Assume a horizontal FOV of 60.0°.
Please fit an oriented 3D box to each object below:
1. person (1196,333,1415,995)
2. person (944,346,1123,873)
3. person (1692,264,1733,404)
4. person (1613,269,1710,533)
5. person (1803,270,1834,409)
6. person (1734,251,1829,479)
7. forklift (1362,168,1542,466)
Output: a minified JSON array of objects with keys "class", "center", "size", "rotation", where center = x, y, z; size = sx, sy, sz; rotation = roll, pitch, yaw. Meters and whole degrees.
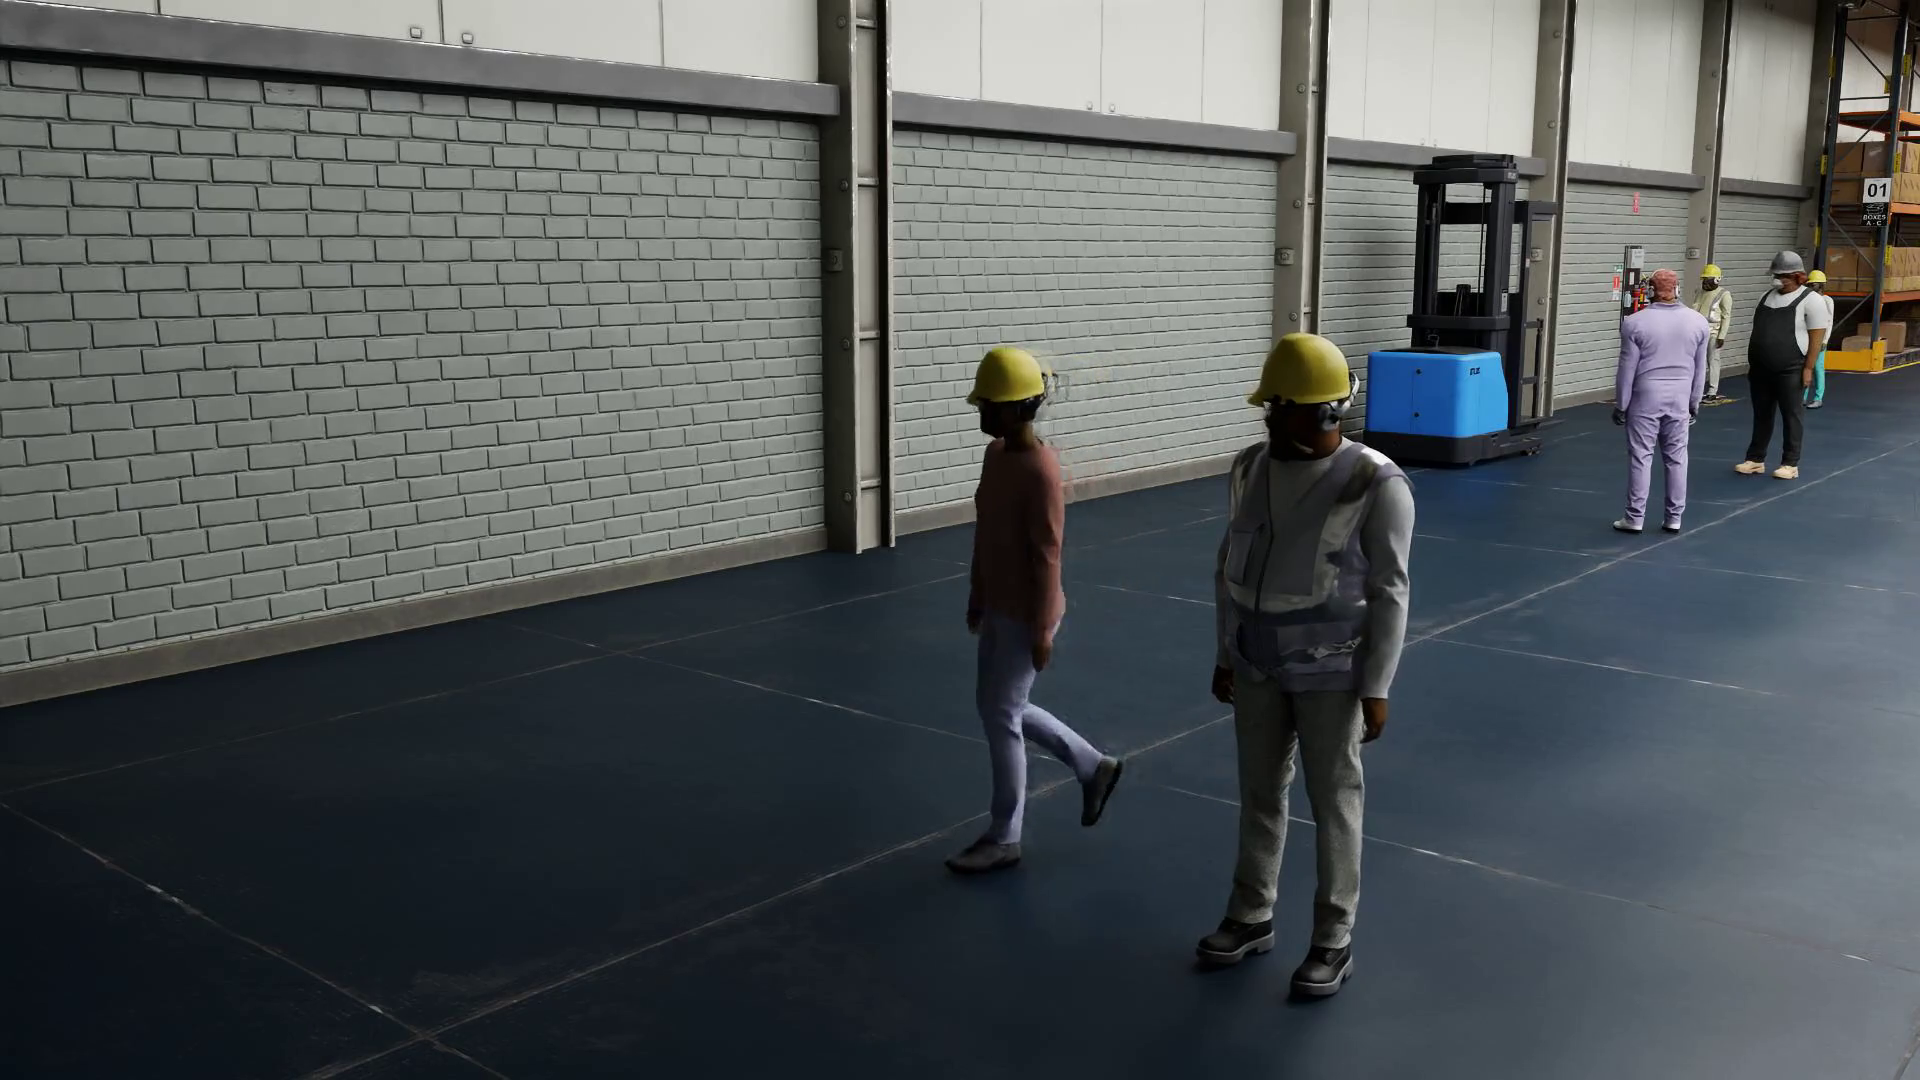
[{"class":"person","center":[0.939,0.341,4.632],"size":[0.404,1.825,0.587],"rotation":[-10,14,-44]},{"class":"person","center":[0.249,0.227,5.502],"size":[0.578,1.741,0.536],"rotation":[-3,10,-16]},{"class":"person","center":[9.975,-2.752,22.217],"size":[0.403,1.835,0.588],"rotation":[-4,11,-23]},{"class":"person","center":[5.044,-0.998,12.044],"size":[0.639,1.903,0.409],"rotation":[0,10,-1]},{"class":"person","center":[11.012,-2.592,21.502],"size":[0.311,1.768,0.531],"rotation":[-3,10,-18]},{"class":"person","center":[7.367,-1.564,14.988],"size":[0.536,2.000,0.672],"rotation":[-5,11,-26]},{"class":"forklift","center":[4.875,-2.212,16.287],"size":[1.129,2.768,1.873],"rotation":[8,13,40]}]
